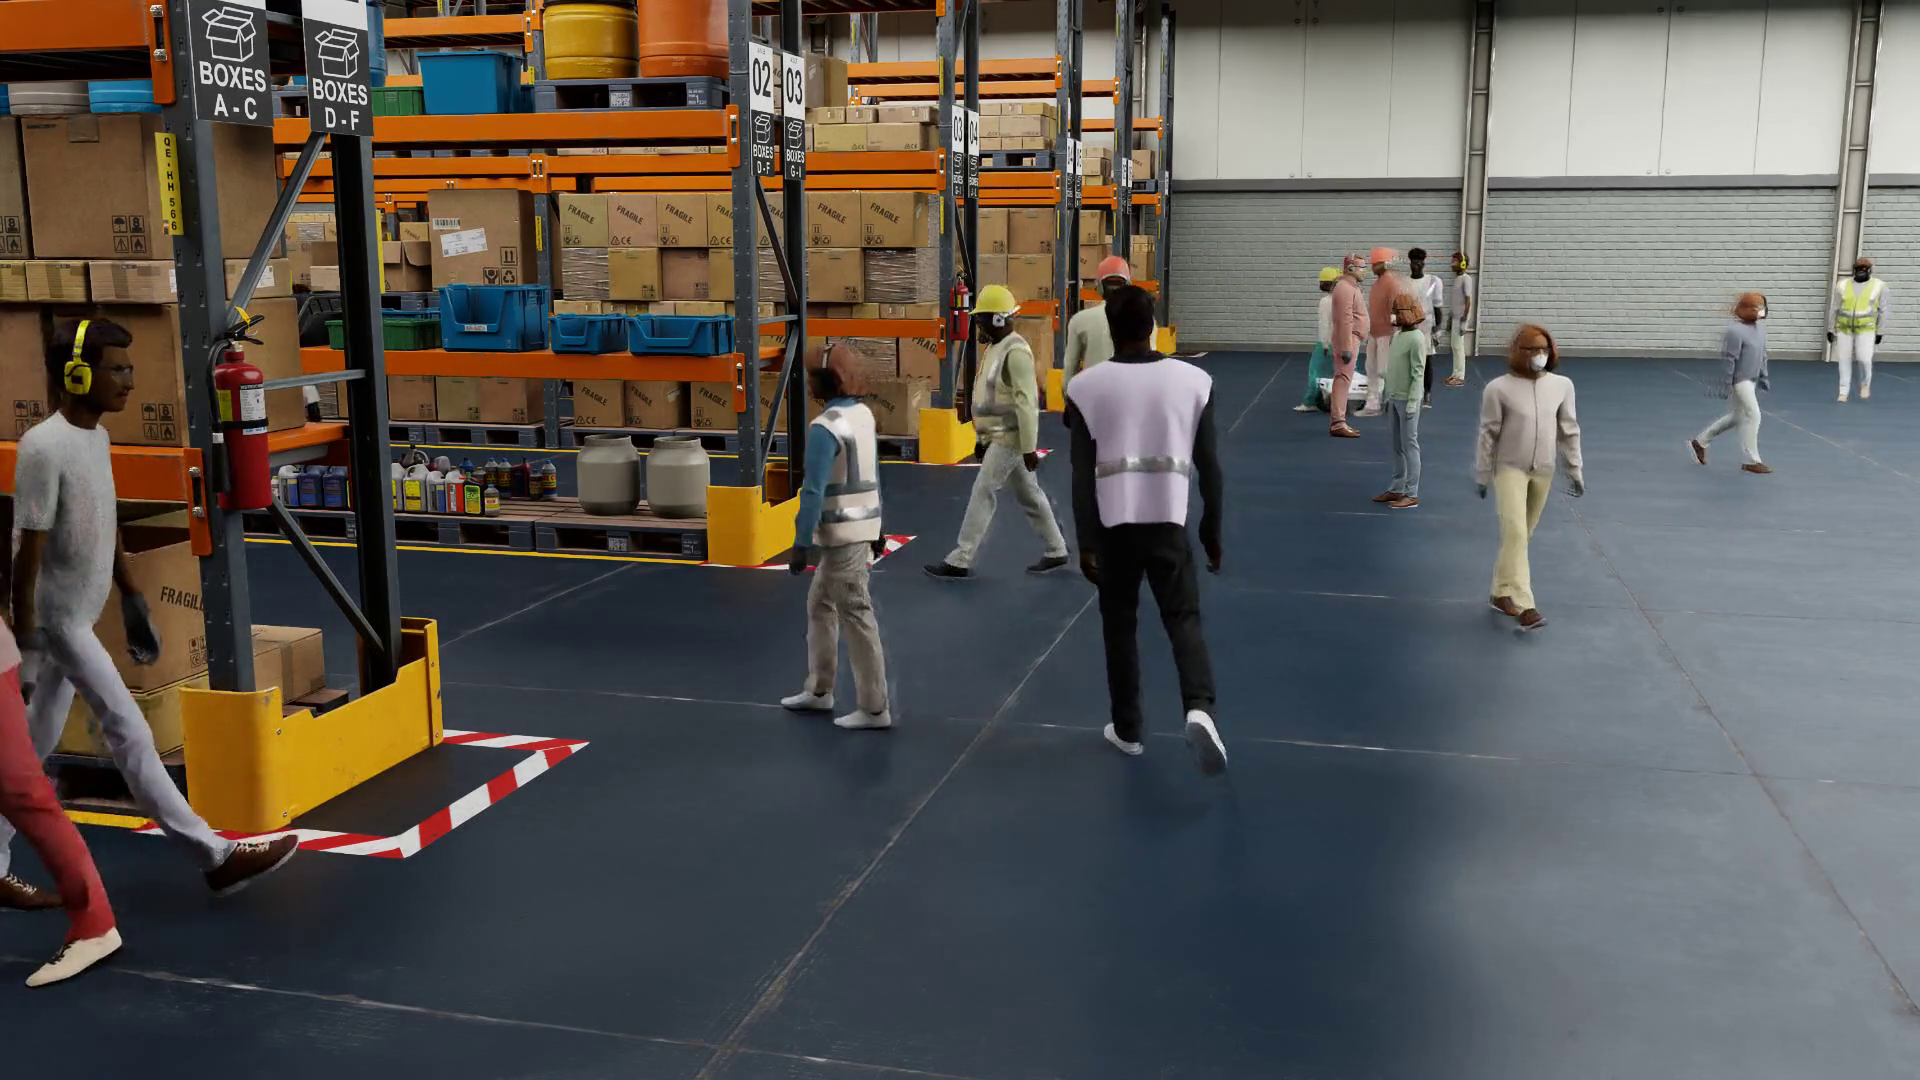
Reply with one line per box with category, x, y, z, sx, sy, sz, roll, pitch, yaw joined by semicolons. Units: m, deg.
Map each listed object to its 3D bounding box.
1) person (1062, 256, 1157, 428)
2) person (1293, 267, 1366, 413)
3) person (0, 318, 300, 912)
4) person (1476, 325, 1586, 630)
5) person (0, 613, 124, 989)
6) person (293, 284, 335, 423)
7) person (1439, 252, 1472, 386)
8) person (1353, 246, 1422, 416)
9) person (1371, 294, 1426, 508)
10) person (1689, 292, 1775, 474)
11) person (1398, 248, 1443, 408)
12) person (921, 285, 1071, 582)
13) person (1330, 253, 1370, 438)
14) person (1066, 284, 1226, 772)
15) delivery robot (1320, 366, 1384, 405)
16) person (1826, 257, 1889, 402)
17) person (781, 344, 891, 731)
person;1.011;-0.936;11.247;0.634;1.938;1.047;0;10;0
person;4.419;-2.354;19.648;0.850;1.731;0.524;10;14;43
person;-2.604;0.250;5.006;1.008;1.808;0.507;-3;11;-15
person;3.031;-0.325;8.774;0.507;1.593;0.840;-2;10;-12
person;-2.762;0.396;4.464;0.869;1.707;0.628;-6;12;-29
person;-5.980;-1.498;15.108;0.874;1.650;0.541;1;10;8
person;6.994;-3.100;23.405;0.359;1.866;0.577;0;10;-2
person;4.958;-2.394;19.224;0.684;1.971;0.617;-2;10;-11
person;3.390;-1.062;12.753;0.285;1.633;0.497;-2;10;-9
person;6.910;-1.412;14.793;0.496;1.598;0.781;-9;14;-41
person;5.558;-2.570;20.257;0.618;1.951;0.420;4;11;21
person;0.262;-0.635;9.996;0.955;1.775;0.588;-2;10;-9
person;4.065;-2.027;17.346;0.402;1.904;0.651;2;11;13
person;0.728;-0.030;6.363;0.619;1.881;0.839;-1;10;-7
delivery robot;4.609;-1.800;19.557;0.707;0.478;0.477;0;10;-2
person;11.291;-2.639;20.967;0.642;1.831;0.440;8;13;39
person;-0.575;-0.006;6.928;0.681;1.608;0.541;3;11;16
